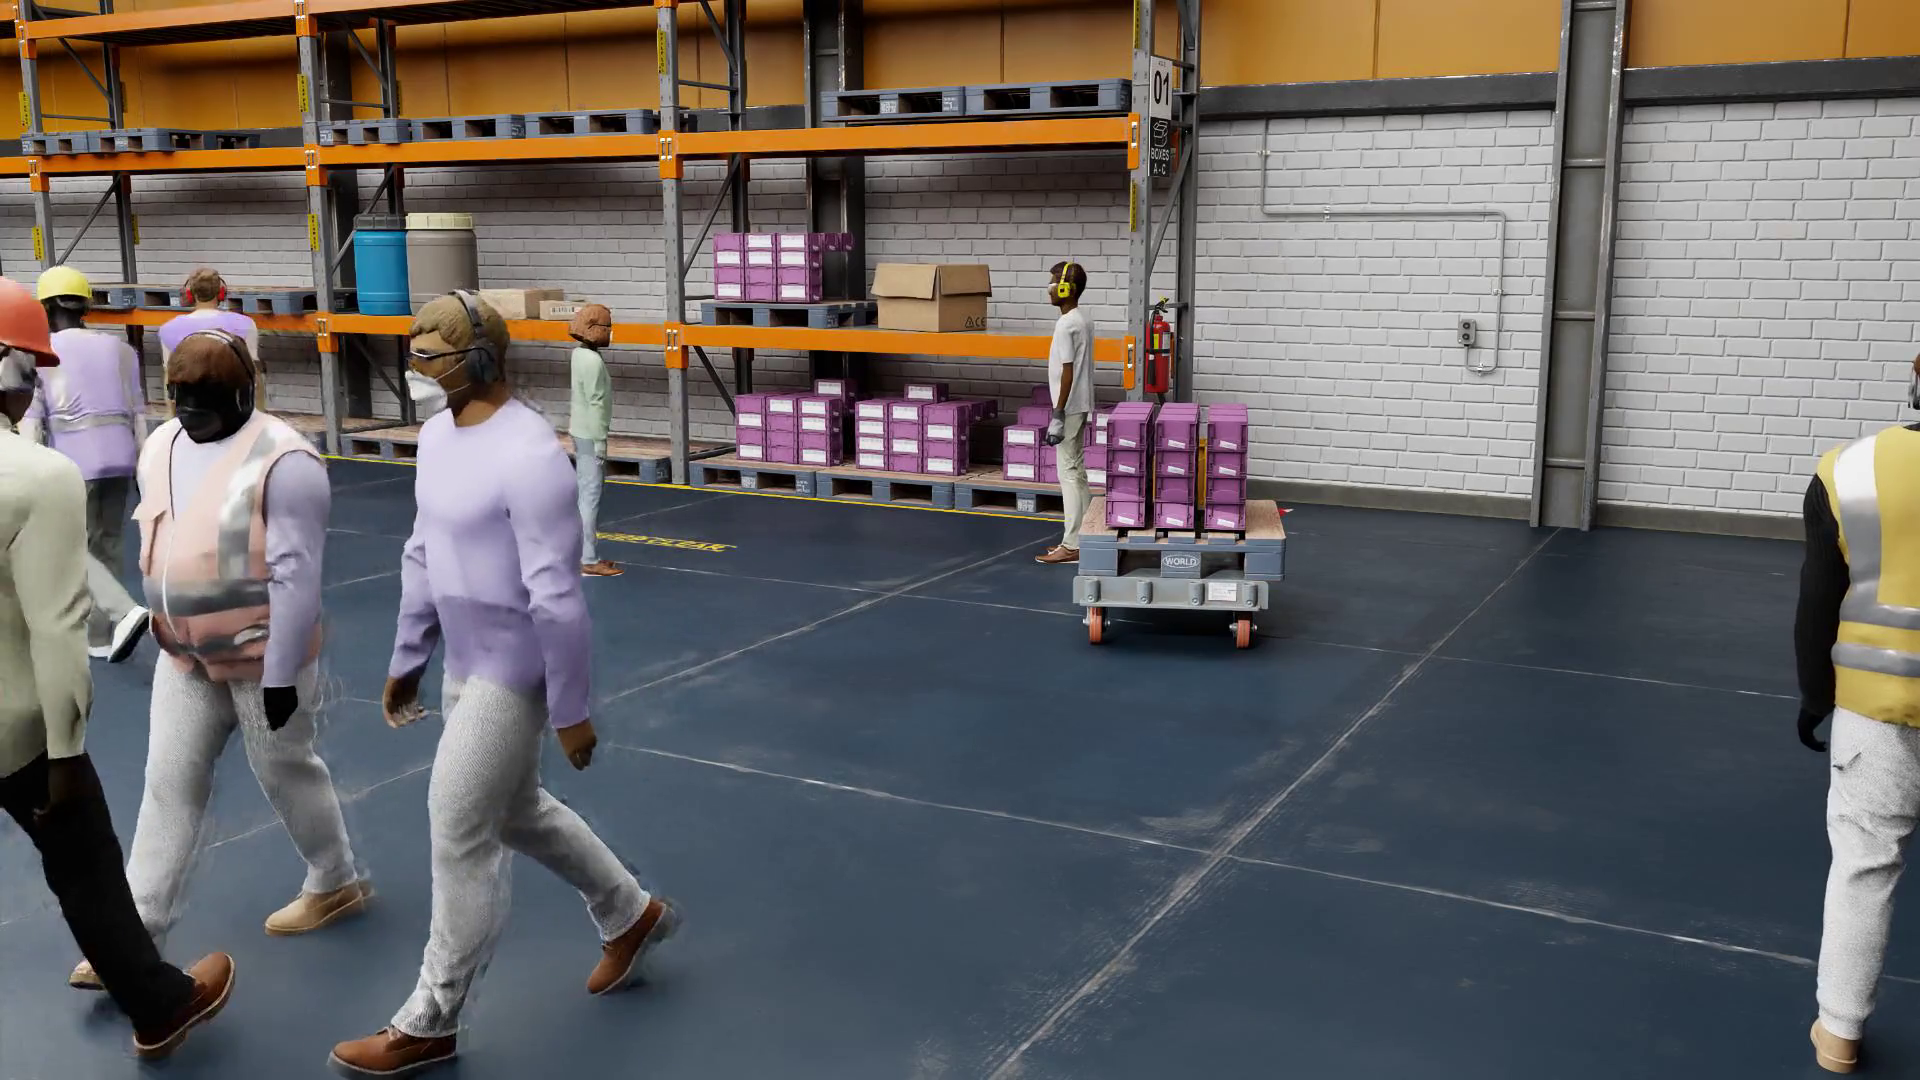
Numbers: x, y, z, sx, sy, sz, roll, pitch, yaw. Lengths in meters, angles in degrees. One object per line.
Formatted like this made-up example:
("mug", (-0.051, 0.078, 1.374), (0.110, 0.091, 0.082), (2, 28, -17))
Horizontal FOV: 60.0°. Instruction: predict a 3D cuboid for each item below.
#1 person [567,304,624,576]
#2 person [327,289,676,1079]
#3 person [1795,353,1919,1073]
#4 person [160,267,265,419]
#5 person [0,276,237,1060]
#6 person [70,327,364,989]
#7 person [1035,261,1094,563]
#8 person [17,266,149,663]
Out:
("person", (-2.197, -0.596, 9.974), (0.271, 1.627, 0.496), (-4, 11, -23))
("person", (-1.119, 0.334, 4.130), (0.910, 1.910, 0.623), (-7, 13, -35))
("person", (2.310, 0.402, 3.937), (0.619, 1.838, 0.430), (7, 12, 34))
("person", (-4.602, -0.765, 10.319), (0.606, 1.831, 0.483), (-2, 10, -9))
("person", (-2.125, 0.390, 3.717), (0.643, 1.925, 1.033), (2, 11, 10))
("person", (-2.042, 0.315, 4.560), (0.698, 1.780, 0.884), (5, 11, 25))
("person", (0.664, -0.787, 10.357), (0.326, 1.871, 0.520), (4, 11, 19))
("person", (-4.038, -0.332, 7.800), (0.773, 1.891, 0.606), (7, 12, 33))
